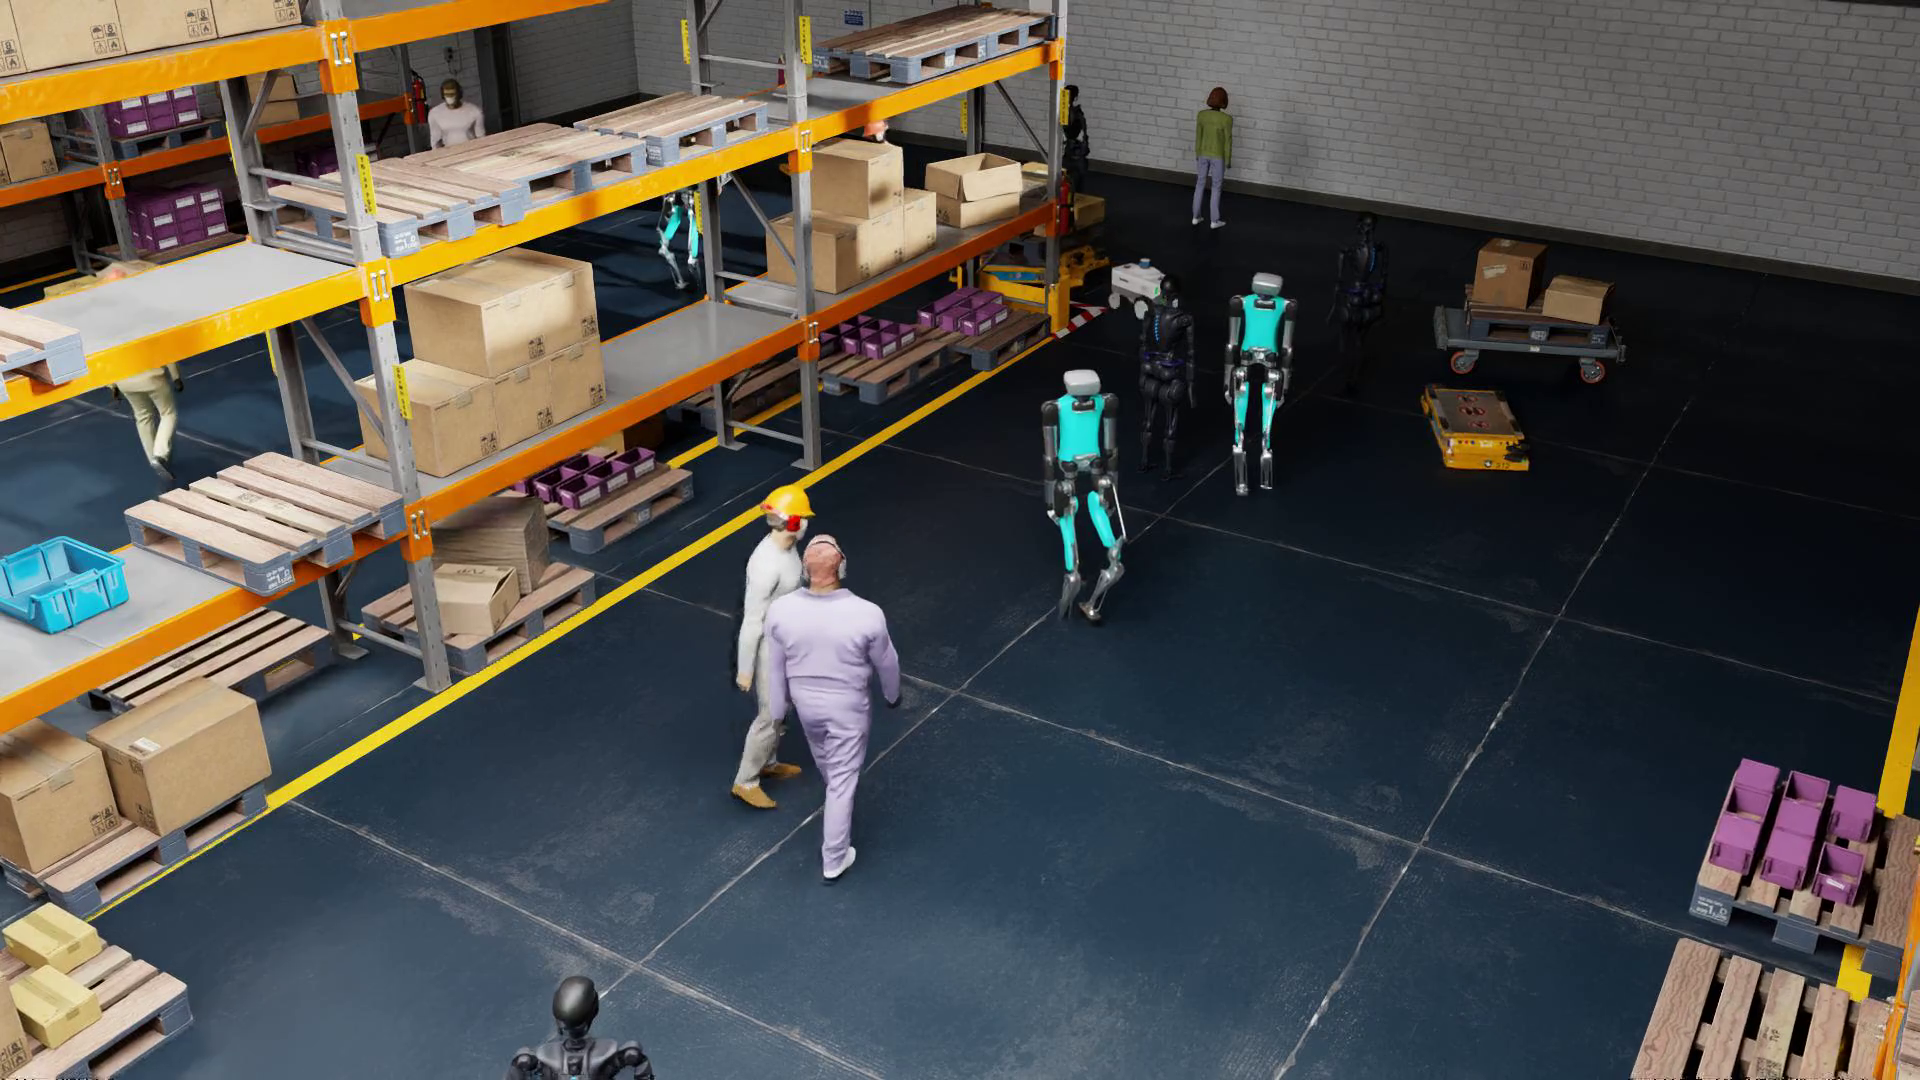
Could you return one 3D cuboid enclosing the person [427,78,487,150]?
[{"bbox_3d":[-5.595,-4.233,18.718,0.628,1.925,0.520,-4,27,-8],"label":"person"}]

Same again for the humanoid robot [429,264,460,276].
[{"bbox_3d":[-5.221,-2.931,16.461,0.592,1.624,0.777,6,27,11],"label":"humanoid robot"}]

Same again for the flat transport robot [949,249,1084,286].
[{"bbox_3d":[0.624,-2.947,18.004,1.431,0.231,0.659,2,27,4],"label":"flat transport robot"}]

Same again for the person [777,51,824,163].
[{"bbox_3d":[-2.054,-5.672,21.653,0.624,1.838,0.431,-2,27,-5],"label":"person"}]

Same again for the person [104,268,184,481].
[{"bbox_3d":[-6.447,-1.273,13.084,0.572,1.730,0.567,-3,27,-6],"label":"person"}]

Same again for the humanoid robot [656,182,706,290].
[{"bbox_3d":[-2.903,-3.340,17.200,0.533,1.815,0.784,7,28,13],"label":"humanoid robot"}]

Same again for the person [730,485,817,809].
[{"bbox_3d":[-1.030,0.586,9.295,0.472,1.853,0.643,4,27,8],"label":"person"}]

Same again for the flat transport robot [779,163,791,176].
[{"bbox_3d":[-1.614,-4.991,22.033,1.431,0.231,0.659,-13,30,-24],"label":"flat transport robot"}]

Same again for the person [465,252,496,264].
[{"bbox_3d":[-3.831,-1.480,13.412,0.532,1.815,0.657,12,29,23],"label":"person"}]

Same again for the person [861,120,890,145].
[{"bbox_3d":[-0.706,-3.685,17.865,0.765,1.709,0.607,-4,27,-8],"label":"person"}]

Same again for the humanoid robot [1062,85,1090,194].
[{"bbox_3d":[1.308,-4.499,19.541,0.610,1.644,0.613,-16,31,-29],"label":"humanoid robot"}]

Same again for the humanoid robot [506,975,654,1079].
[{"bbox_3d":[-1.381,2.314,6.122,0.594,1.621,0.768,-3,27,-6],"label":"humanoid robot"}]

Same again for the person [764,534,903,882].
[{"bbox_3d":[-0.633,0.809,8.841,0.658,1.856,0.981,7,28,14],"label":"person"}]

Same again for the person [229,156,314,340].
[{"bbox_3d":[-6.781,-2.959,16.235,0.497,1.896,1.023,6,28,12],"label":"person"}]

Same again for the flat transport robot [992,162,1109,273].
[{"bbox_3d":[0.893,-3.222,18.546,1.431,0.231,0.659,22,34,36],"label":"flat transport robot"}]

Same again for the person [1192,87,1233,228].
[{"bbox_3d":[2.973,-4.499,19.564,0.495,1.626,0.285,21,34,35],"label":"person"}]

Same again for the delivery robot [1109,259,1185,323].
[{"bbox_3d":[1.874,-2.573,16.925,0.499,0.569,0.749,-19,33,-33],"label":"delivery robot"}]

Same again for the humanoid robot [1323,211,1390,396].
[{"bbox_3d":[3.536,-2.102,14.785,0.608,1.656,0.325,-12,29,-22],"label":"humanoid robot"}]

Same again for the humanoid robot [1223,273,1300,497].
[{"bbox_3d":[2.277,-1.102,12.753,0.545,1.797,0.680,4,27,8],"label":"humanoid robot"}]

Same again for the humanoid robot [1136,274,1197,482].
[{"bbox_3d":[1.621,-1.297,13.183,0.315,1.657,0.599,-22,34,-36],"label":"humanoid robot"}]

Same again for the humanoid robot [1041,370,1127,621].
[{"bbox_3d":[0.862,-0.167,10.964,0.537,1.834,0.748,-7,28,-14],"label":"humanoid robot"}]

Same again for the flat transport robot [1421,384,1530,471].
[{"bbox_3d":[4.347,-0.961,14.092,0.659,0.231,1.431,2,27,5],"label":"flat transport robot"}]
